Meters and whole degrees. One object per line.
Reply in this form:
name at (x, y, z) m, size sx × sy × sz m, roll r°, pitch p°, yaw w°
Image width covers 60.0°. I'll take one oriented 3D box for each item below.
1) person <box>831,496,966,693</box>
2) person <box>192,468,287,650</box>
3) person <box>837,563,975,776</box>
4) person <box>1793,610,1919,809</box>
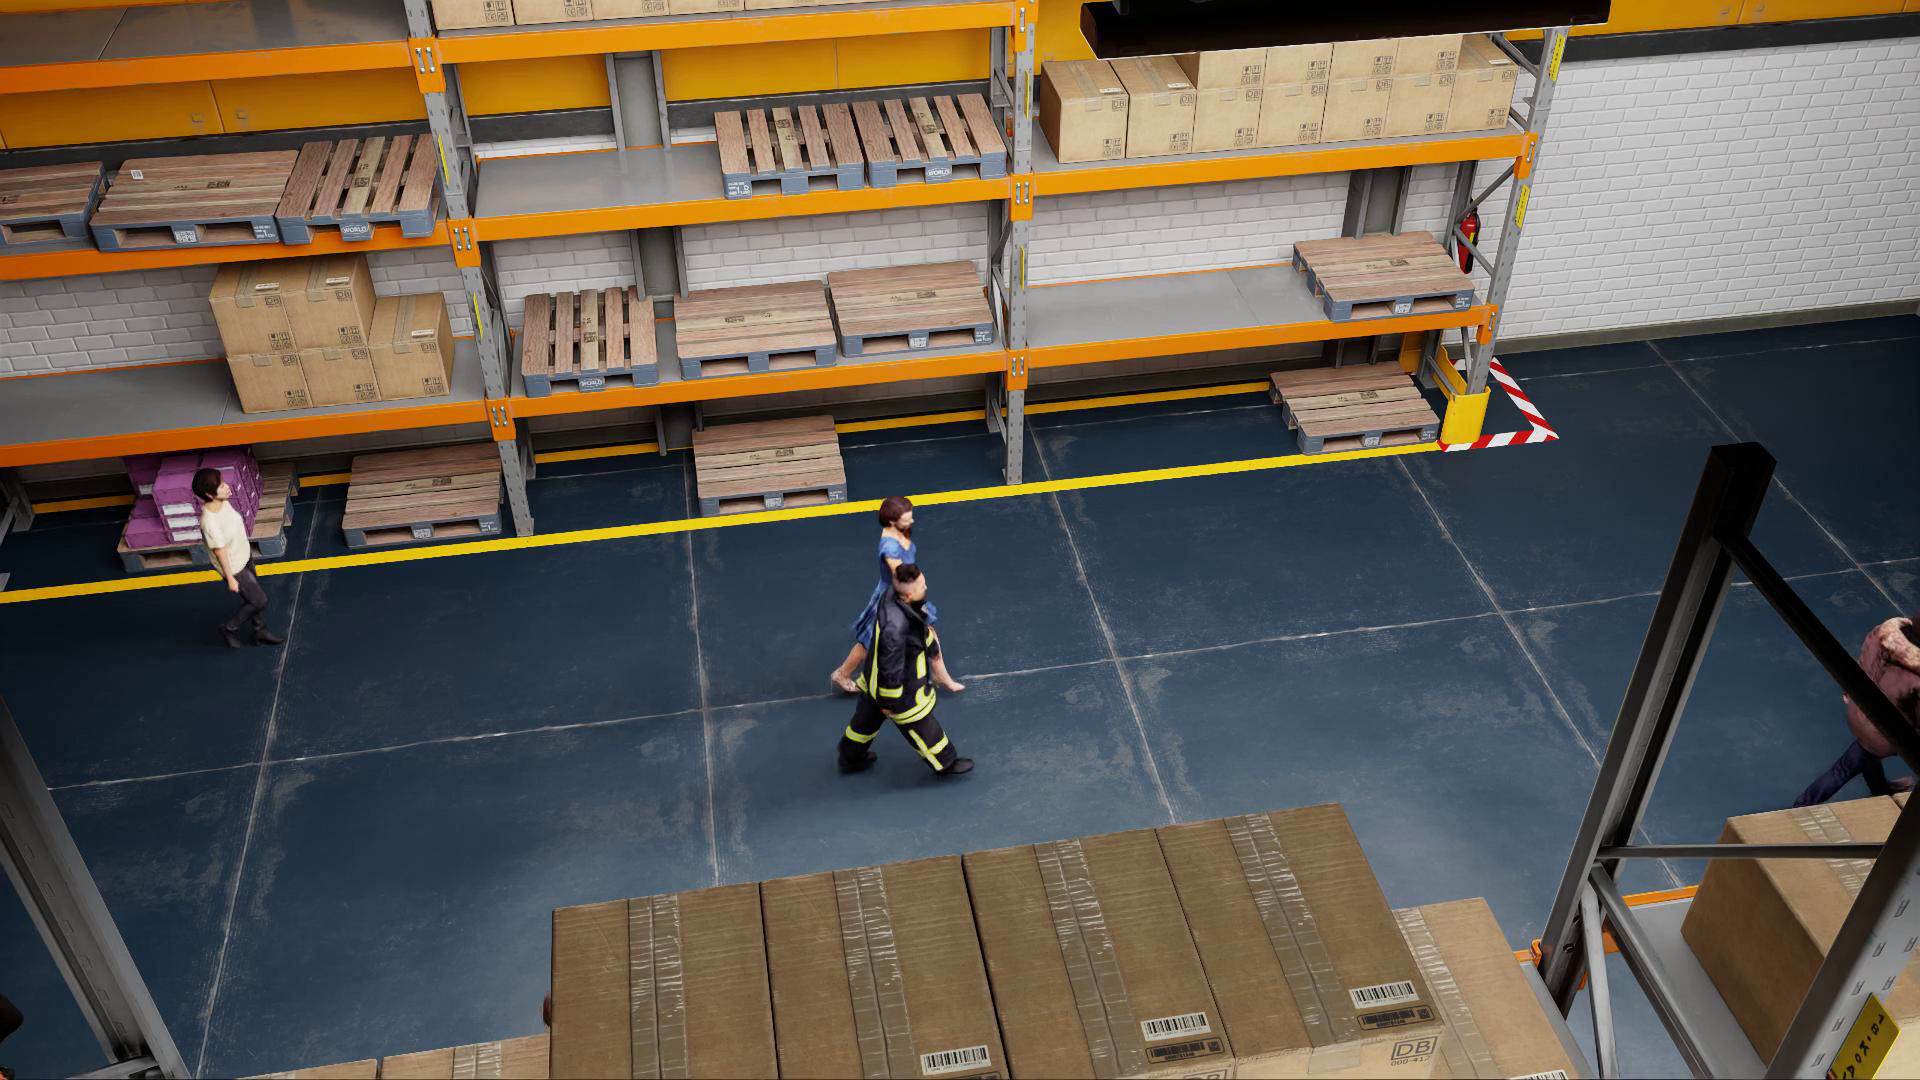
person at (-0.529, 0.455, 11.306) m, size 1.241 × 1.754 × 0.877 m, roll 3°, pitch 39°, yaw 4°
person at (-5.207, 0.178, 11.795) m, size 0.651 × 1.577 × 0.595 m, roll -6°, pitch 39°, yaw -8°
person at (-0.495, 0.876, 10.729) m, size 1.164 × 1.816 × 0.819 m, roll -4°, pitch 39°, yaw -5°
person at (5.666, 1.146, 10.405) m, size 1.104 × 1.799 × 0.772 m, roll -5°, pitch 39°, yaw -7°
